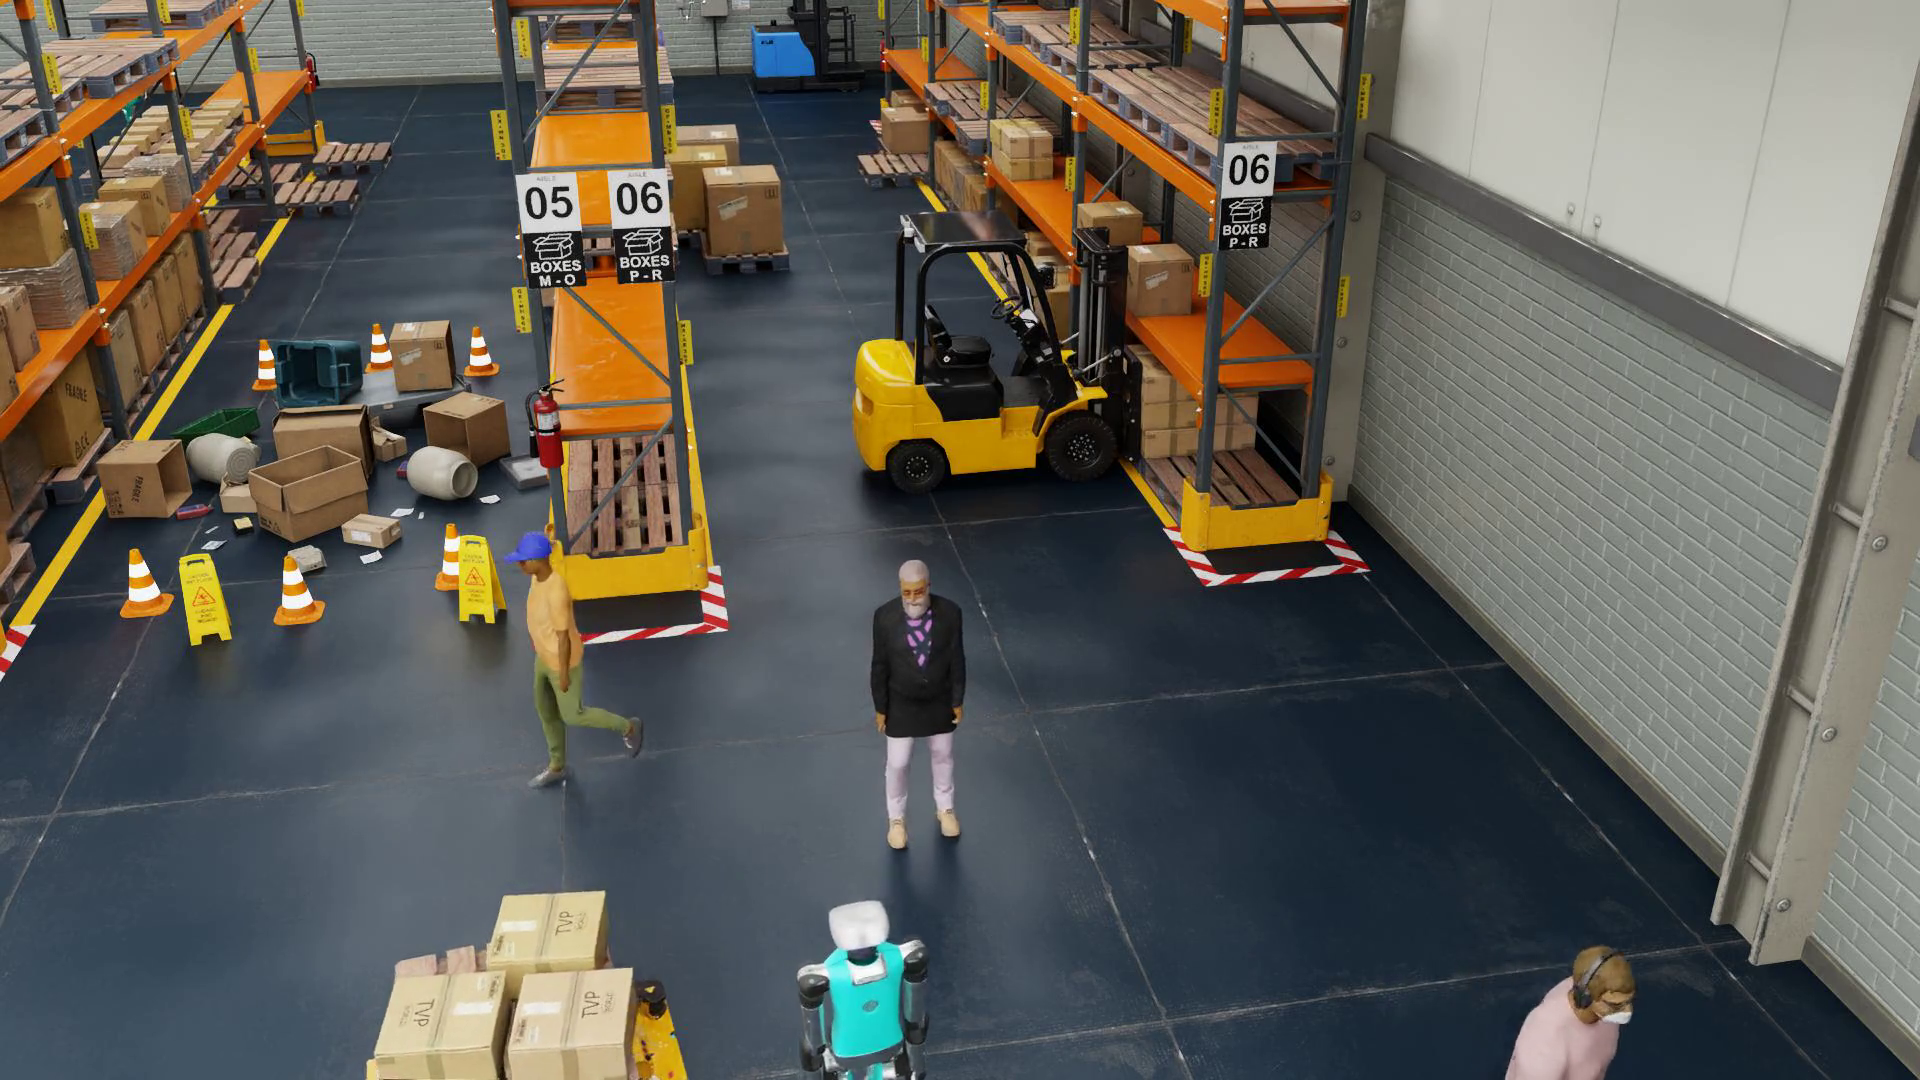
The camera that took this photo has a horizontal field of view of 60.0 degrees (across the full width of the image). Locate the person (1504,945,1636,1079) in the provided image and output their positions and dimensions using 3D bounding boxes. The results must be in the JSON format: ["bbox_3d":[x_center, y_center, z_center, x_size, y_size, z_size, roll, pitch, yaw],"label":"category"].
[{"bbox_3d":[2.267,2.294,6.499,0.646,1.885,1.044,-22,33,-38],"label":"person"}]

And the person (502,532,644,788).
[{"bbox_3d":[-2.338,0.704,10.034,0.675,1.693,0.438,-16,30,-29],"label":"person"}]

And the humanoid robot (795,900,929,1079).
[{"bbox_3d":[-0.445,2.179,6.957,0.540,1.848,0.678,-9,27,-17],"label":"humanoid robot"}]

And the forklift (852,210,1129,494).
[{"bbox_3d":[0.216,-1.659,14.366,2.313,2.155,1.214,-5,26,-10],"label":"forklift"}]

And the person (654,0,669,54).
[{"bbox_3d":[-5.536,-8.824,29.747,0.454,1.783,0.655,-20,32,-36],"label":"person"}]

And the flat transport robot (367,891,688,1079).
[{"bbox_3d":[-2.066,2.506,7.909,1.431,0.231,0.659,-9,27,-17],"label":"flat transport robot"}]

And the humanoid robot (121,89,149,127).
[{"bbox_3d":[-13.119,-7.034,26.155,0.535,1.784,1.040,-22,34,-38],"label":"humanoid robot"}]

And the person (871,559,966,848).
[{"bbox_3d":[-0.232,0.911,9.433,0.539,1.840,0.419,-3,26,-6],"label":"person"}]

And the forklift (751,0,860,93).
[{"bbox_3d":[-2.872,-9.679,30.288,1.873,2.768,1.129,-5,26,-10],"label":"forklift"}]
